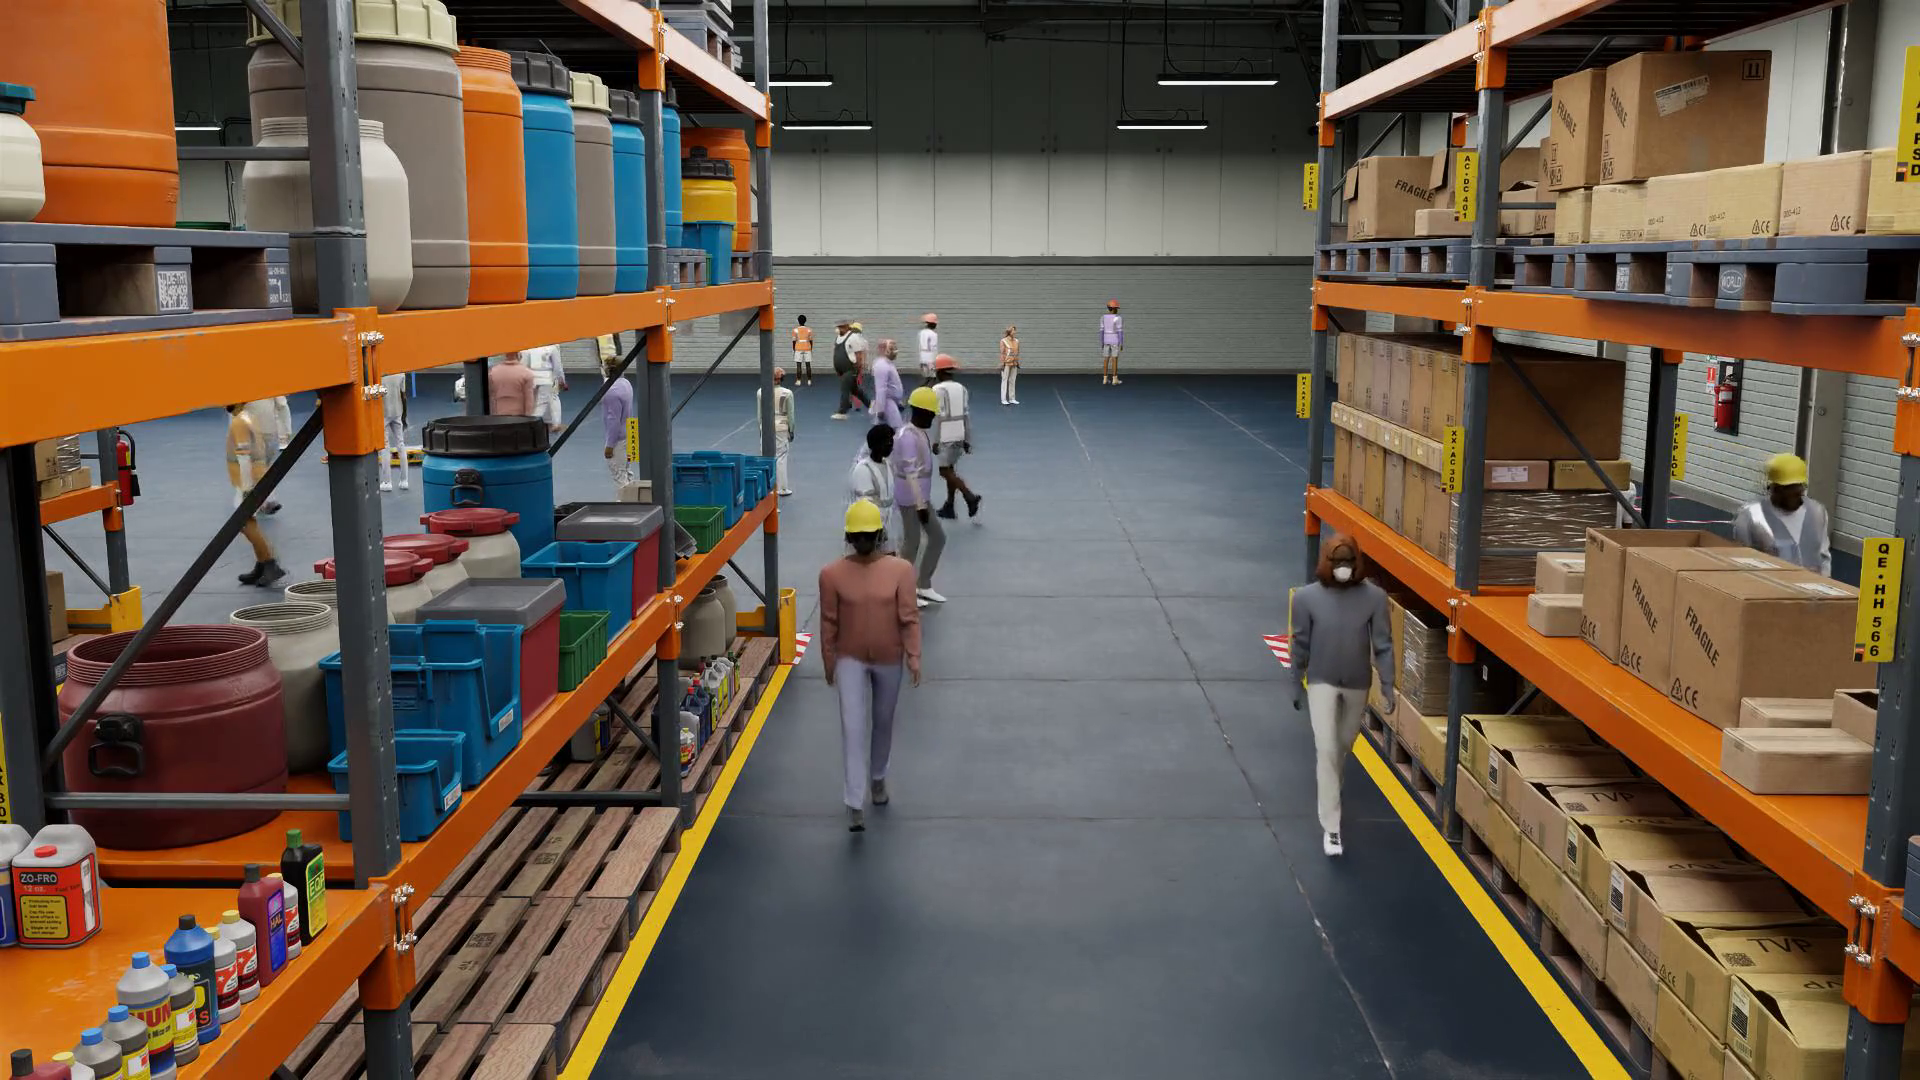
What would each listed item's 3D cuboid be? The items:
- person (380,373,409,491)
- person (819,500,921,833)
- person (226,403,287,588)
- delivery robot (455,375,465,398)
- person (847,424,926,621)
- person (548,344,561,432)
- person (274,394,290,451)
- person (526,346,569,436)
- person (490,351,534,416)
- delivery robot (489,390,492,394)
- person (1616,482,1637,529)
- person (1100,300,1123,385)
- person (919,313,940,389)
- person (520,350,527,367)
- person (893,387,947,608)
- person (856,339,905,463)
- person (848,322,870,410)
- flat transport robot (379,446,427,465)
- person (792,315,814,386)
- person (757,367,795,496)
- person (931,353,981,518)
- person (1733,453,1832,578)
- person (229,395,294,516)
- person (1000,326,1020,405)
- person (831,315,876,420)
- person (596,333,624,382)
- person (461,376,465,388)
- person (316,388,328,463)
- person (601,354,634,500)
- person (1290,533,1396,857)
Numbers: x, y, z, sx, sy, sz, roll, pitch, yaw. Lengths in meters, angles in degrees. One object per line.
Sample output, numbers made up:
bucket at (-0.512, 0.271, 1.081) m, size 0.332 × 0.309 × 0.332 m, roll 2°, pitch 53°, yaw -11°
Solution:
person at (-7.442, -1.586, 21.653) m, size 0.519 × 1.874 × 0.327 m, roll -8°, pitch 12°, yaw -39°
person at (-0.475, 0.638, 8.793) m, size 0.526 × 1.719 × 0.912 m, roll -1°, pitch 10°, yaw -7°
person at (-6.506, -0.532, 15.282) m, size 0.525 × 1.896 × 0.659 m, roll -3°, pitch 10°, yaw -15°
delivery robot at (-10.611, -3.284, 35.608) m, size 0.477 × 0.478 × 0.707 m, roll -3°, pitch 10°, yaw -19°
person at (-0.678, -0.122, 13.538) m, size 0.801 × 1.646 × 0.531 m, roll 6°, pitch 11°, yaw 30°
person at (-7.194, -2.880, 29.173) m, size 0.388 × 1.947 × 0.614 m, roll -4°, pitch 10°, yaw -25°
person at (-10.859, -2.344, 26.096) m, size 0.651 × 1.904 × 0.402 m, roll -3°, pitch 10°, yaw -18°
person at (-6.909, -2.642, 27.890) m, size 0.614 × 1.891 × 1.005 m, roll 6°, pitch 11°, yaw 32°
person at (-5.883, -1.656, 22.027) m, size 0.649 × 1.889 × 0.445 m, roll 2°, pitch 10°, yaw 12°
delivery robot at (-9.604, -3.103, 33.743) m, size 0.335 × 0.223 × 0.698 m, roll -2°, pitch 10°, yaw -14°
person at (4.120, 0.211, 10.886) m, size 0.563 × 1.869 × 0.331 m, roll 0°, pitch 9°, yaw -3°
person at (3.698, -4.798, 40.384) m, size 0.611 × 2.038 × 0.392 m, roll 8°, pitch 12°, yaw 38°
person at (-0.651, -3.674, 34.013) m, size 0.501 × 1.919 × 0.564 m, roll -7°, pitch 12°, yaw -36°
person at (-8.922, -3.491, 33.815) m, size 0.518 × 1.611 × 0.543 m, roll -2°, pitch 10°, yaw -13°
person at (-0.310, -0.359, 14.219) m, size 0.595 × 1.895 × 0.606 m, roll 2°, pitch 10°, yaw 13°
person at (-1.041, -1.938, 23.813) m, size 0.982 × 1.866 × 0.650 m, roll 0°, pitch 9°, yaw 1°
person at (-2.073, -3.476, 33.309) m, size 0.559 × 1.750 × 0.410 m, roll 1°, pitch 9°, yaw 4°
flat transport robot at (-7.852, -1.296, 24.826) m, size 1.431 × 0.197 × 0.652 m, roll -7°, pitch 12°, yaw -36°
person at (-3.779, -4.554, 39.952) m, size 0.532 × 1.696 × 0.318 m, roll -3°, pitch 10°, yaw -19°
person at (-2.340, -1.381, 21.149) m, size 0.508 × 1.628 × 0.320 m, roll 3°, pitch 10°, yaw 16°
person at (-0.040, -1.183, 19.117) m, size 0.751 × 1.913 × 0.565 m, roll 8°, pitch 12°, yaw 39°
person at (5.064, 0.336, 10.340) m, size 0.594 × 1.809 × 0.608 m, roll -1°, pitch 10°, yaw -5°
person at (-8.159, -1.238, 19.487) m, size 0.649 × 1.885 × 1.018 m, roll -9°, pitch 13°, yaw -43°
person at (1.038, -3.644, 34.657) m, size 0.522 × 1.645 × 0.306 m, roll -9°, pitch 13°, yaw -42°
person at (-2.020, -3.323, 31.674) m, size 0.961 × 2.000 × 0.694 m, roll -5°, pitch 11°, yaw -30°
person at (-7.421, -3.855, 35.357) m, size 0.679 × 1.830 × 0.468 m, roll 6°, pitch 11°, yaw 33°
person at (-8.750, -2.852, 29.811) m, size 0.399 × 1.682 × 0.549 m, roll -6°, pitch 11°, yaw -32°
person at (-9.263, -2.139, 24.597) m, size 0.383 × 1.994 × 0.618 m, roll 6°, pitch 11°, yaw 30°
person at (-3.829, -1.105, 18.570) m, size 0.372 × 1.940 × 0.631 m, roll 0°, pitch 9°, yaw 2°
person at (1.954, 0.738, 8.558) m, size 0.515 × 1.592 × 0.841 m, roll 0°, pitch 9°, yaw 2°
